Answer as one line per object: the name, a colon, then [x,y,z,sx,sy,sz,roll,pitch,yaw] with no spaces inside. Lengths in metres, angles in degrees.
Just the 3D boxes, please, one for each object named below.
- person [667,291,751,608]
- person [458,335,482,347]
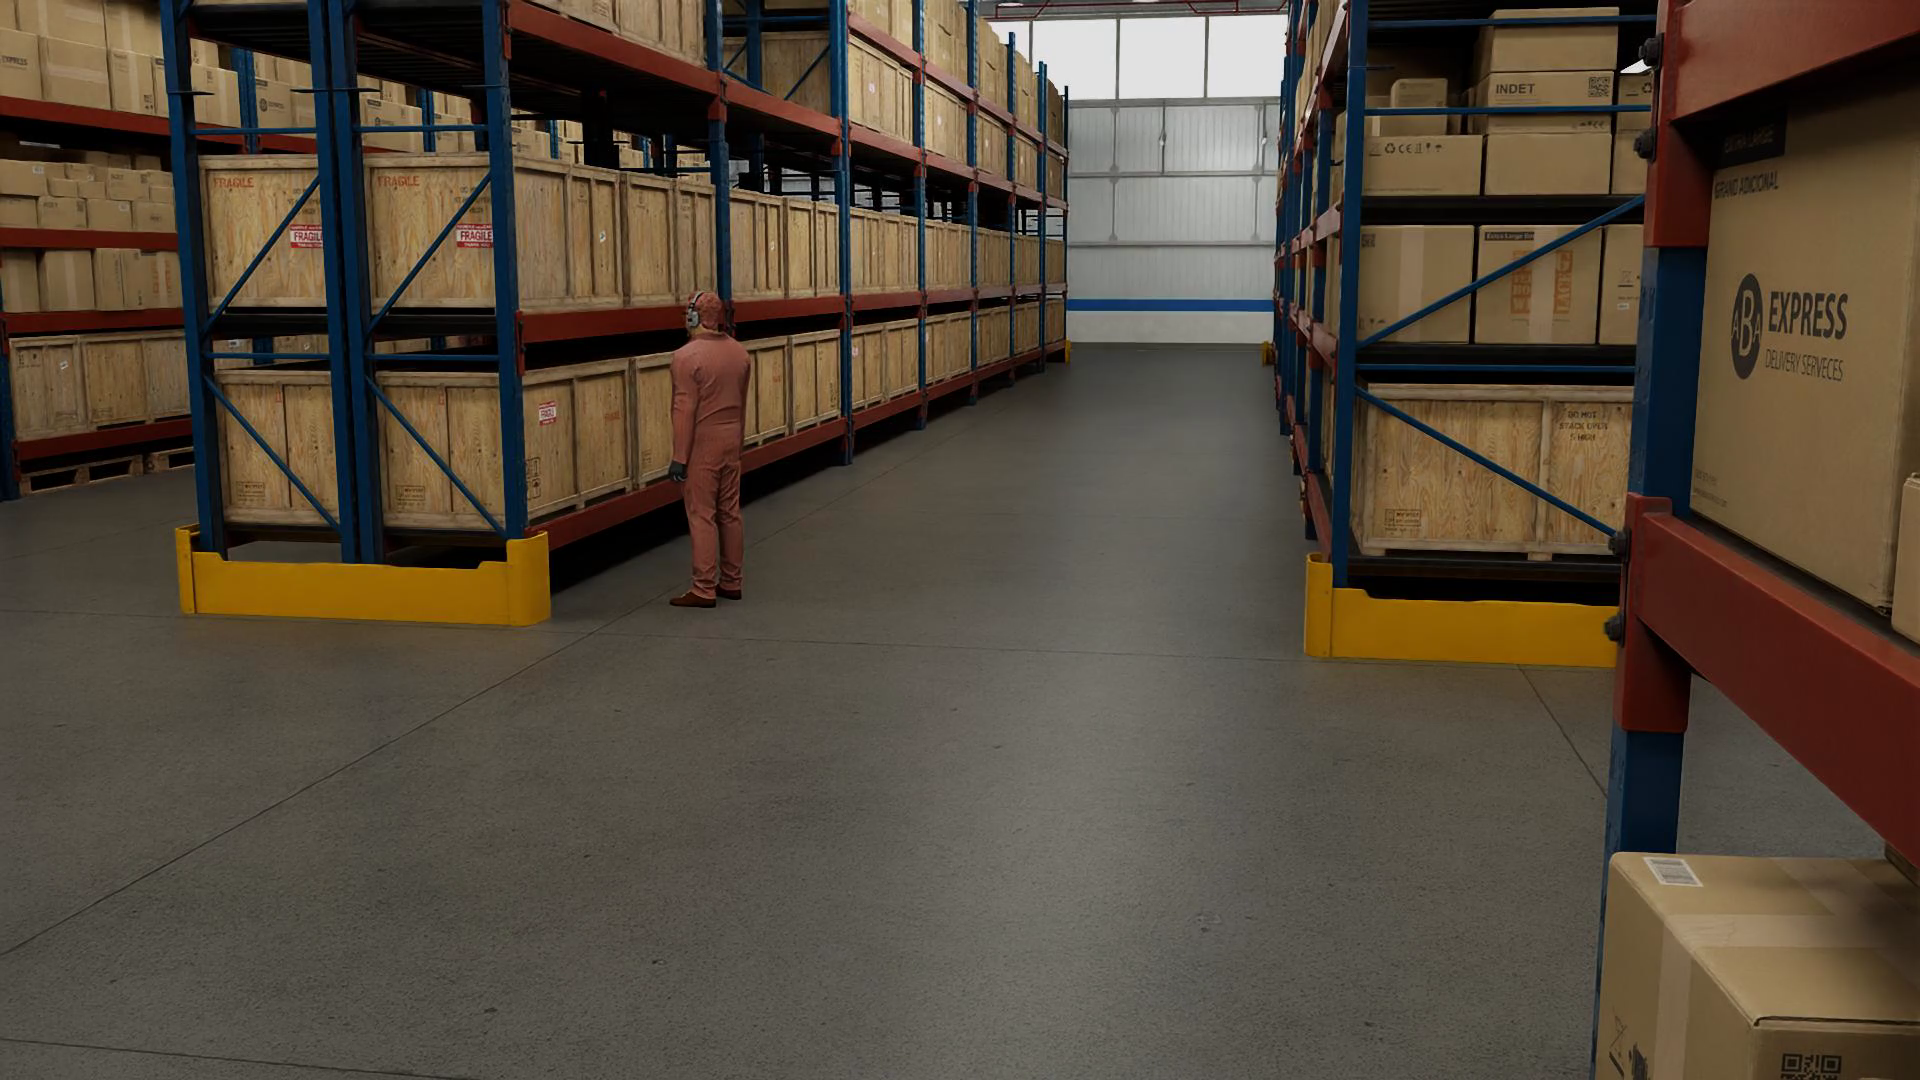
person: [-1.546,-0.546,10.089,0.407,1.908,0.641,5,10,29]
person: [-5.159,-1.851,18.181,0.642,1.909,0.399,-4,10,-25]
